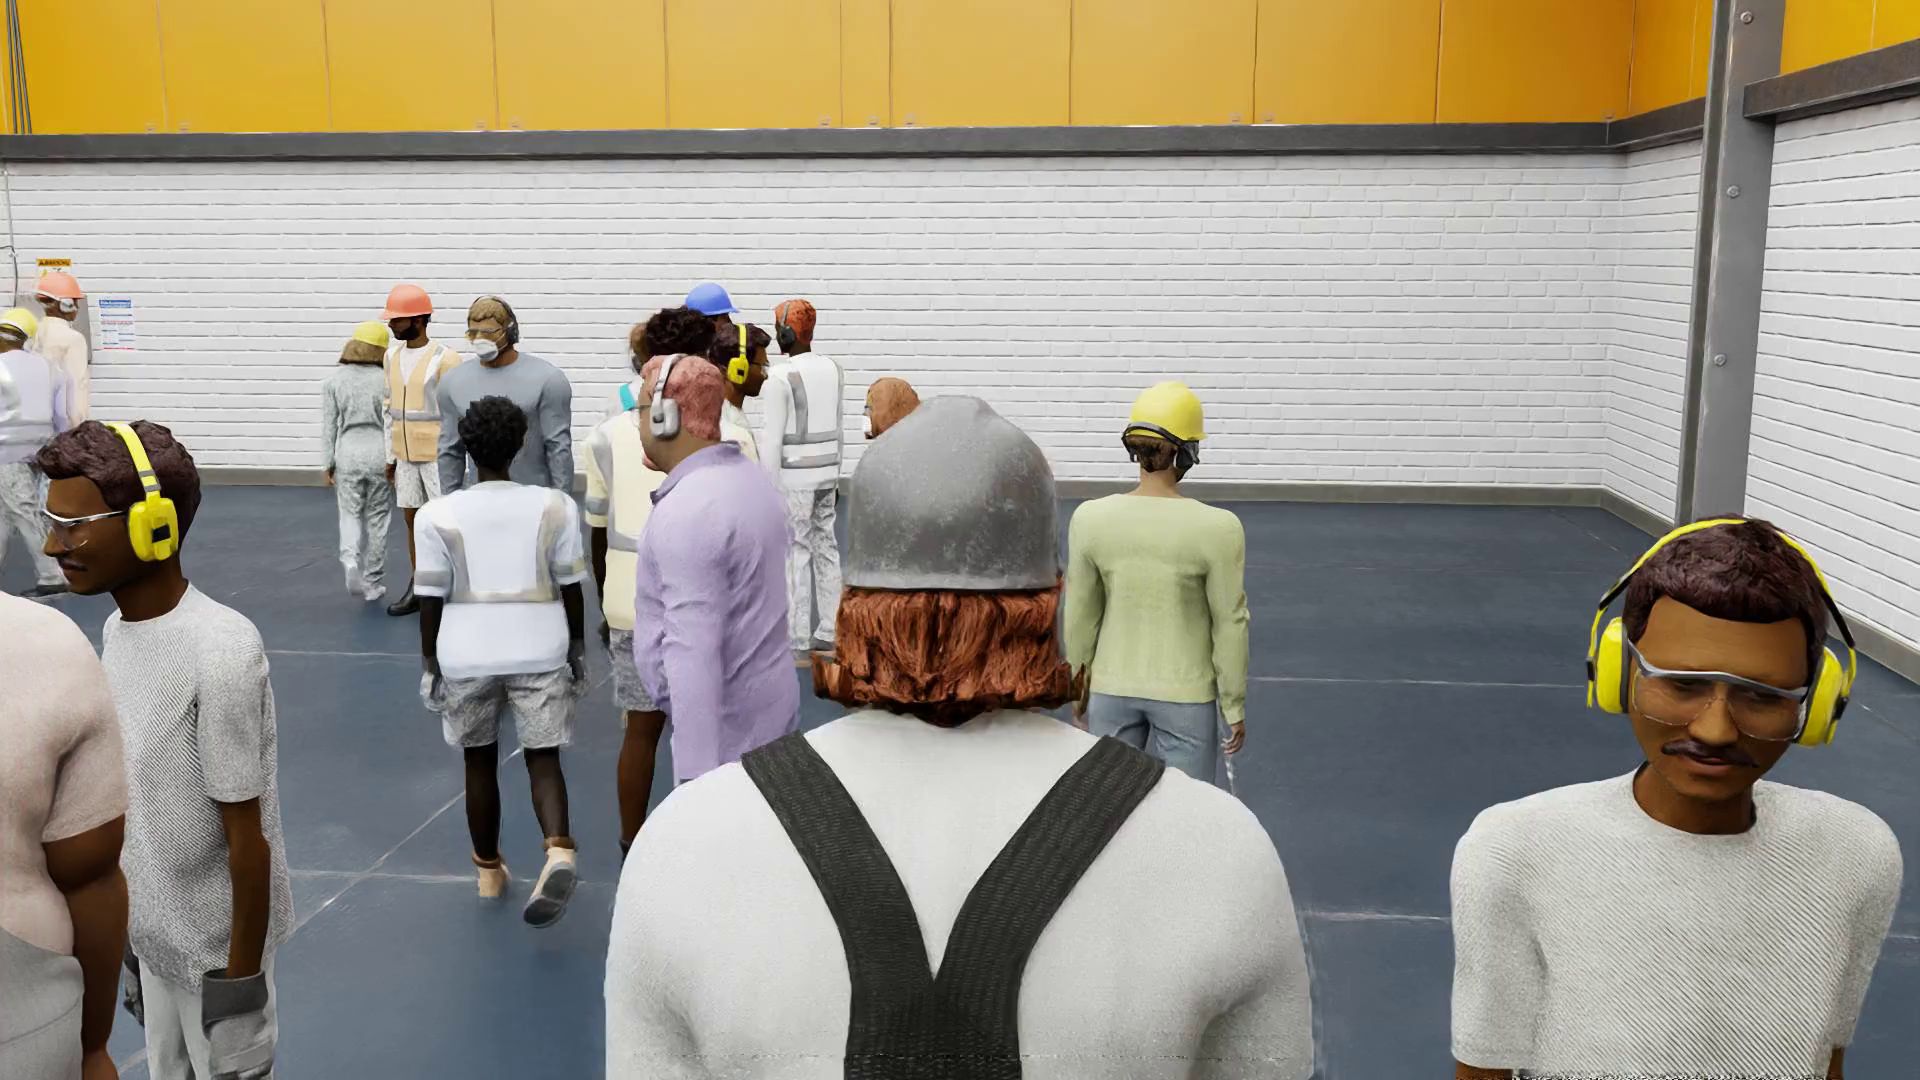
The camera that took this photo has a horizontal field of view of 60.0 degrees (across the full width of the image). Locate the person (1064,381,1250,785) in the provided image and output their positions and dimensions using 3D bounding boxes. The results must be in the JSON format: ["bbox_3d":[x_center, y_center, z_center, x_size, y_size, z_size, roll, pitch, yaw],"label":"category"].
[{"bbox_3d":[0.557,0.437,4.697,0.533,1.767,0.326,5,11,25],"label":"person"}]

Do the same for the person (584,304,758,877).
[{"bbox_3d":[-0.908,0.225,5.376,0.637,1.954,0.415,4,11,21],"label":"person"}]

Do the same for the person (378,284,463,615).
[{"bbox_3d":[-3.103,-0.500,9.575,0.550,1.933,0.370,4,11,23],"label":"person"}]

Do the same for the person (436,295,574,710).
[{"bbox_3d":[-2.063,-0.142,7.565,0.636,1.928,0.383,1,10,6],"label":"person"}]

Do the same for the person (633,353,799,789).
[{"bbox_3d":[-0.493,0.470,4.218,0.678,1.880,0.670,1,10,7],"label":"person"}]

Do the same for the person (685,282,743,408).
[{"bbox_3d":[-1.352,-0.408,9.006,0.380,1.951,0.605,-4,11,-24],"label":"person"}]

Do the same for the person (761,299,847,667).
[{"bbox_3d":[-0.803,-0.289,8.535,0.351,1.880,0.577,7,12,35],"label":"person"}]

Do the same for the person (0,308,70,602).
[{"bbox_3d":[-5.802,-0.512,10.114,0.819,1.762,0.574,2,10,11],"label":"person"}]

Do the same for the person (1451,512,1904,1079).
[{"bbox_3d":[0.763,0.889,1.831,0.513,1.865,0.329,-1,10,-7],"label":"person"}]

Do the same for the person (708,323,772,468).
[{"bbox_3d":[-0.865,0.098,6.395,0.343,1.857,0.526,-5,11,-27],"label":"person"}]

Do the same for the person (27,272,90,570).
[{"bbox_3d":[-5.858,-0.757,10.918,0.613,1.975,0.522,4,11,23],"label":"person"}]

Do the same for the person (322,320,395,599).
[{"bbox_3d":[-3.578,-0.458,10.001,0.496,1.713,0.548,-2,10,-9],"label":"person"}]

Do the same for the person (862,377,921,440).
[{"bbox_3d":[-0.261,0.174,6.577,0.278,1.634,0.497,-4,11,-22],"label":"person"}]

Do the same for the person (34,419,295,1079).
[{"bbox_3d":[-1.301,0.724,2.810,0.510,1.857,0.324,9,13,41],"label":"person"}]

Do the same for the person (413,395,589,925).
[{"bbox_3d":[-1.424,0.389,5.223,0.542,1.673,0.648,-3,10,-17],"label":"person"}]
